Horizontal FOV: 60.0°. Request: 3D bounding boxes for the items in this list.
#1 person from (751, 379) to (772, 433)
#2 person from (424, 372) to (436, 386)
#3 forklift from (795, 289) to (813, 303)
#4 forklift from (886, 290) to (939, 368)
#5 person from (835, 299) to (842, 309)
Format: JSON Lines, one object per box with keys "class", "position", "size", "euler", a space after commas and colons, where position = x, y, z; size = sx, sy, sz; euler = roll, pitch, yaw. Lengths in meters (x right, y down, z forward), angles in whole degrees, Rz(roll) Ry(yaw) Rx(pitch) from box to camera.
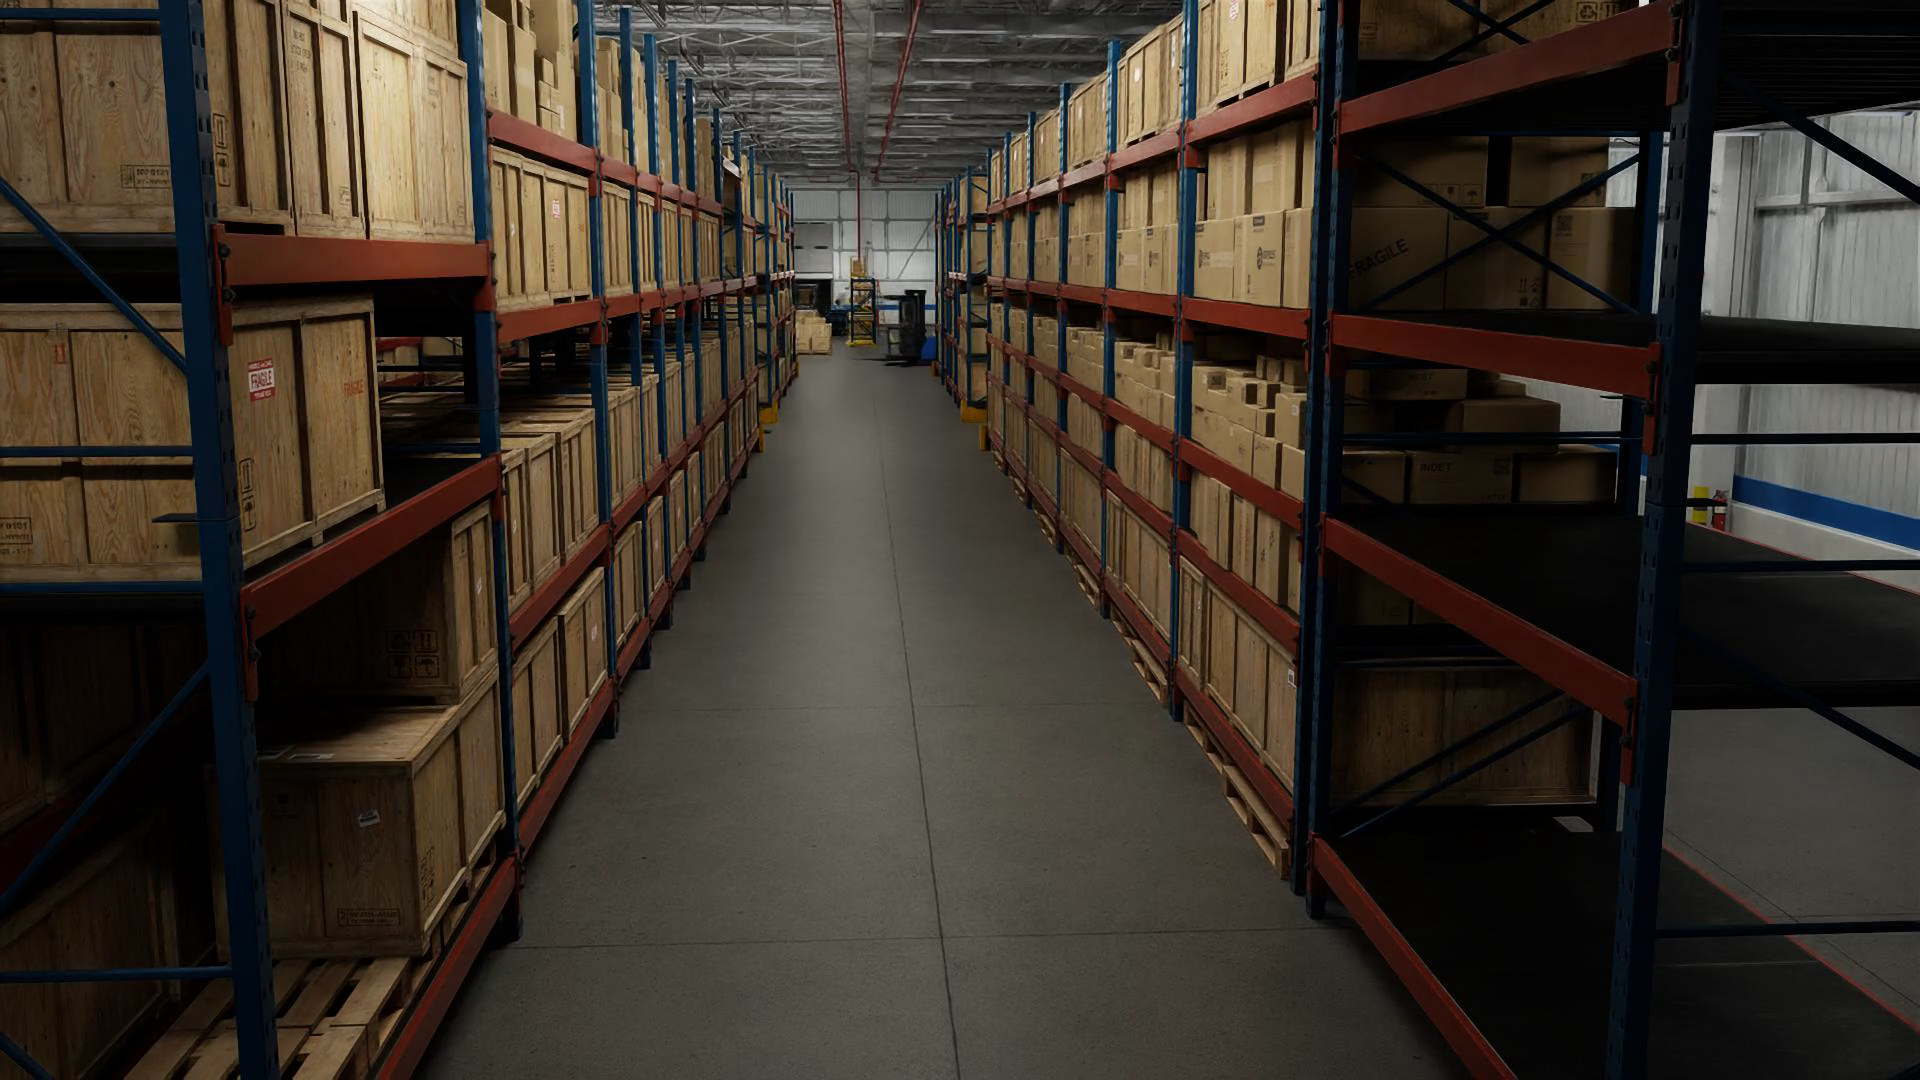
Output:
{"class": "person", "position": [-4.567, -3.263, 36.931], "size": [0.850, 1.872, 0.683], "euler": [3, 10, 16]}
{"class": "person", "position": [-10.740, -2.630, 33.974], "size": [0.744, 1.612, 0.503], "euler": [0, 10, 1]}
{"class": "forklift", "position": [-7.263, -10.517, 77.288], "size": [1.129, 2.768, 1.873], "euler": [-2, 10, -10]}
{"class": "forklift", "position": [-1.606, -7.734, 60.665], "size": [1.873, 2.768, 1.129], "euler": [-7, 12, -35]}
{"class": "person", "position": [-6.612, -12.006, 89.298], "size": [0.964, 1.831, 0.608], "euler": [-6, 11, -33]}
